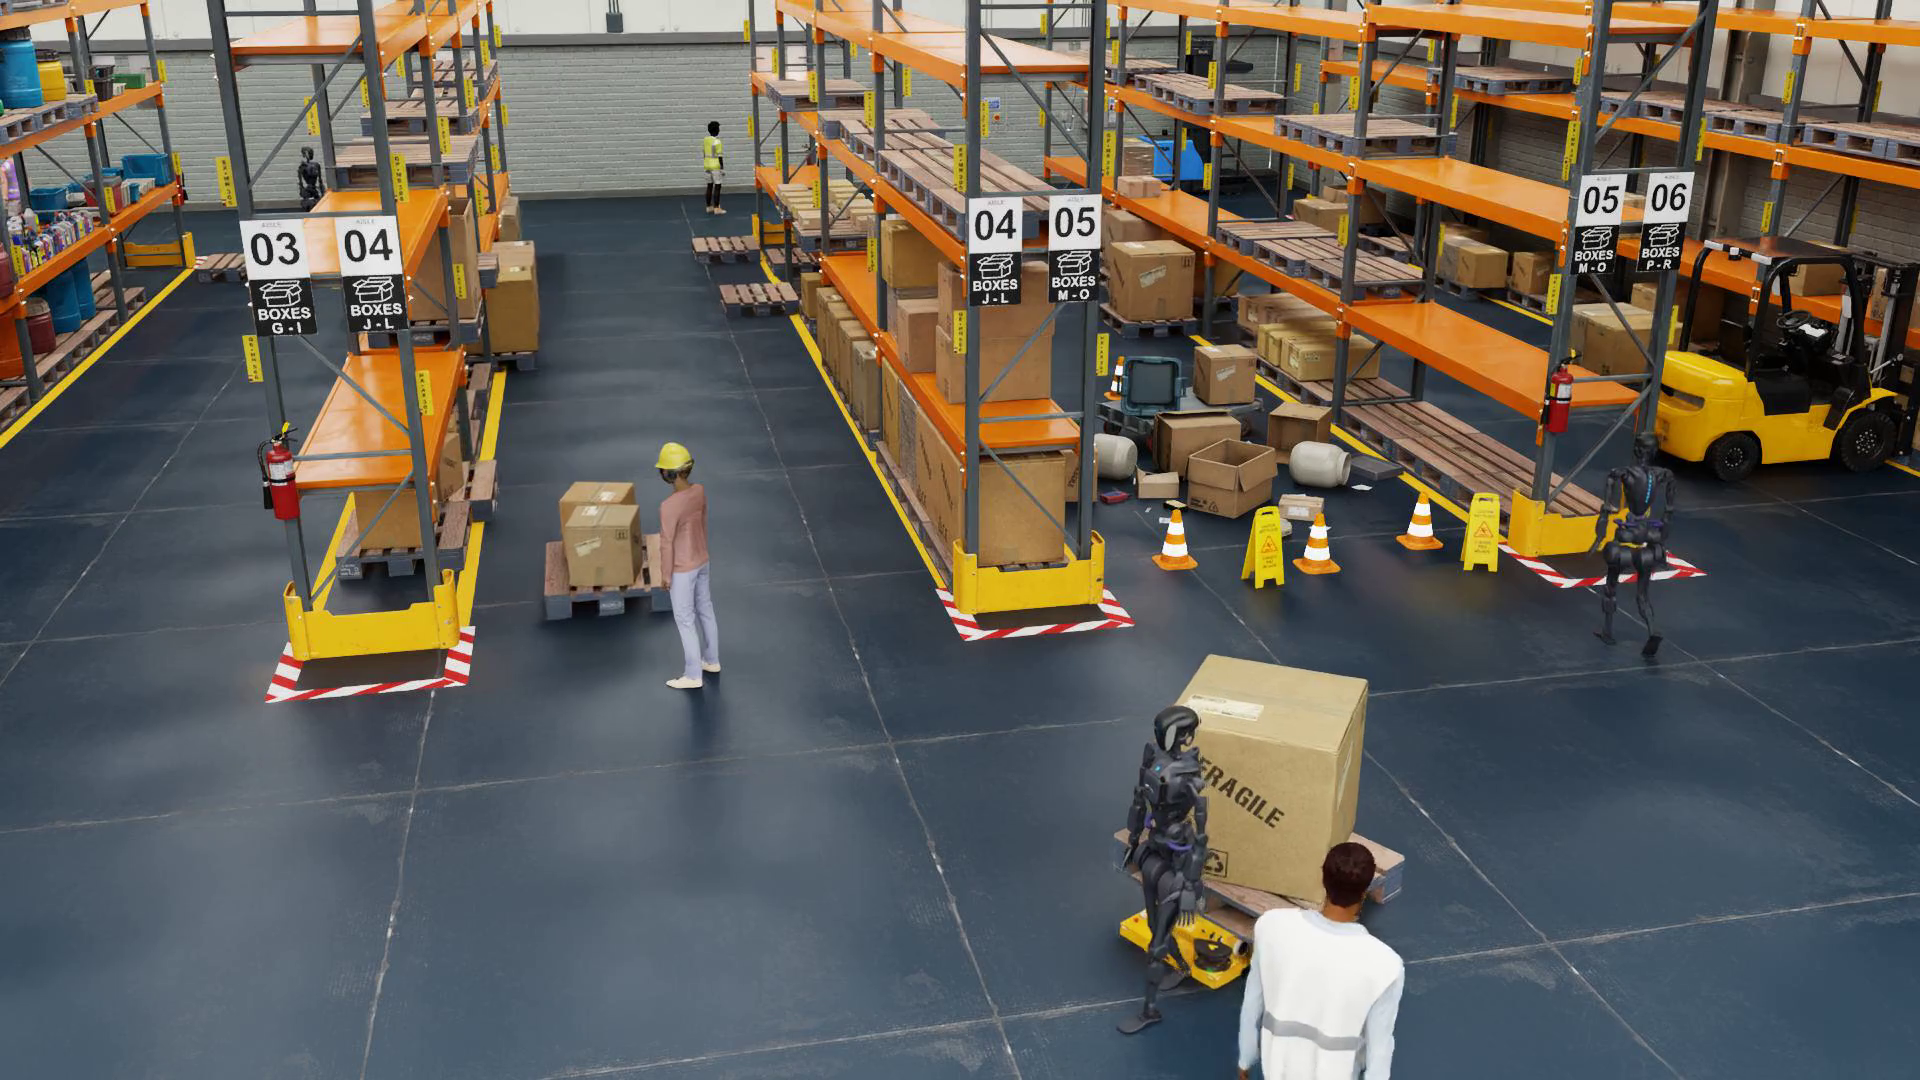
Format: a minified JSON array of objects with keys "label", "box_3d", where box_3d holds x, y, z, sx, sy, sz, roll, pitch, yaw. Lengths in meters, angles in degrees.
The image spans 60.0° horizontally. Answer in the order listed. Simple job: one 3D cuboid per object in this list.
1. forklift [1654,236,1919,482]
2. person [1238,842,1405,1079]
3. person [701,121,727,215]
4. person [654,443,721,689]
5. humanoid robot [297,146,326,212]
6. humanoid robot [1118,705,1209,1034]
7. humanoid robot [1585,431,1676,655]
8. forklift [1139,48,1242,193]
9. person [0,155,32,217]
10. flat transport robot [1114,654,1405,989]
[{"label":"forklift","box_3d":[8.013,-1.814,16.330,2.313,2.155,1.214,-4,21,-12]},{"label":"person","box_3d":[1.306,2.076,6.323,0.607,1.856,0.768,11,23,27]},{"label":"person","box_3d":[-4.524,-6.841,30.585,0.537,1.687,0.319,18,27,39]},{"label":"person","box_3d":[-1.931,0.175,11.598,0.339,1.758,0.519,8,22,20]},{"label":"humanoid robot","box_3d":[-10.762,-5.671,27.467,0.597,1.632,0.590,7,21,17]},{"label":"humanoid robot","box_3d":[0.988,1.544,8.047,0.610,1.638,0.609,-10,23,-26]},{"label":"humanoid robot","box_3d":[4.925,0.037,12.105,0.595,1.636,0.600,-1,20,-3]},{"label":"forklift","box_3d":[4.566,-8.313,32.860,1.873,2.768,1.129,-4,21,-12]},{"label":"person","box_3d":[-15.371,-5.565,27.152,0.346,1.688,0.489,11,23,28]},{"label":"flat transport robot","box_3d":[1.580,1.932,9.000,1.431,0.231,0.659,-17,26,-39]}]
